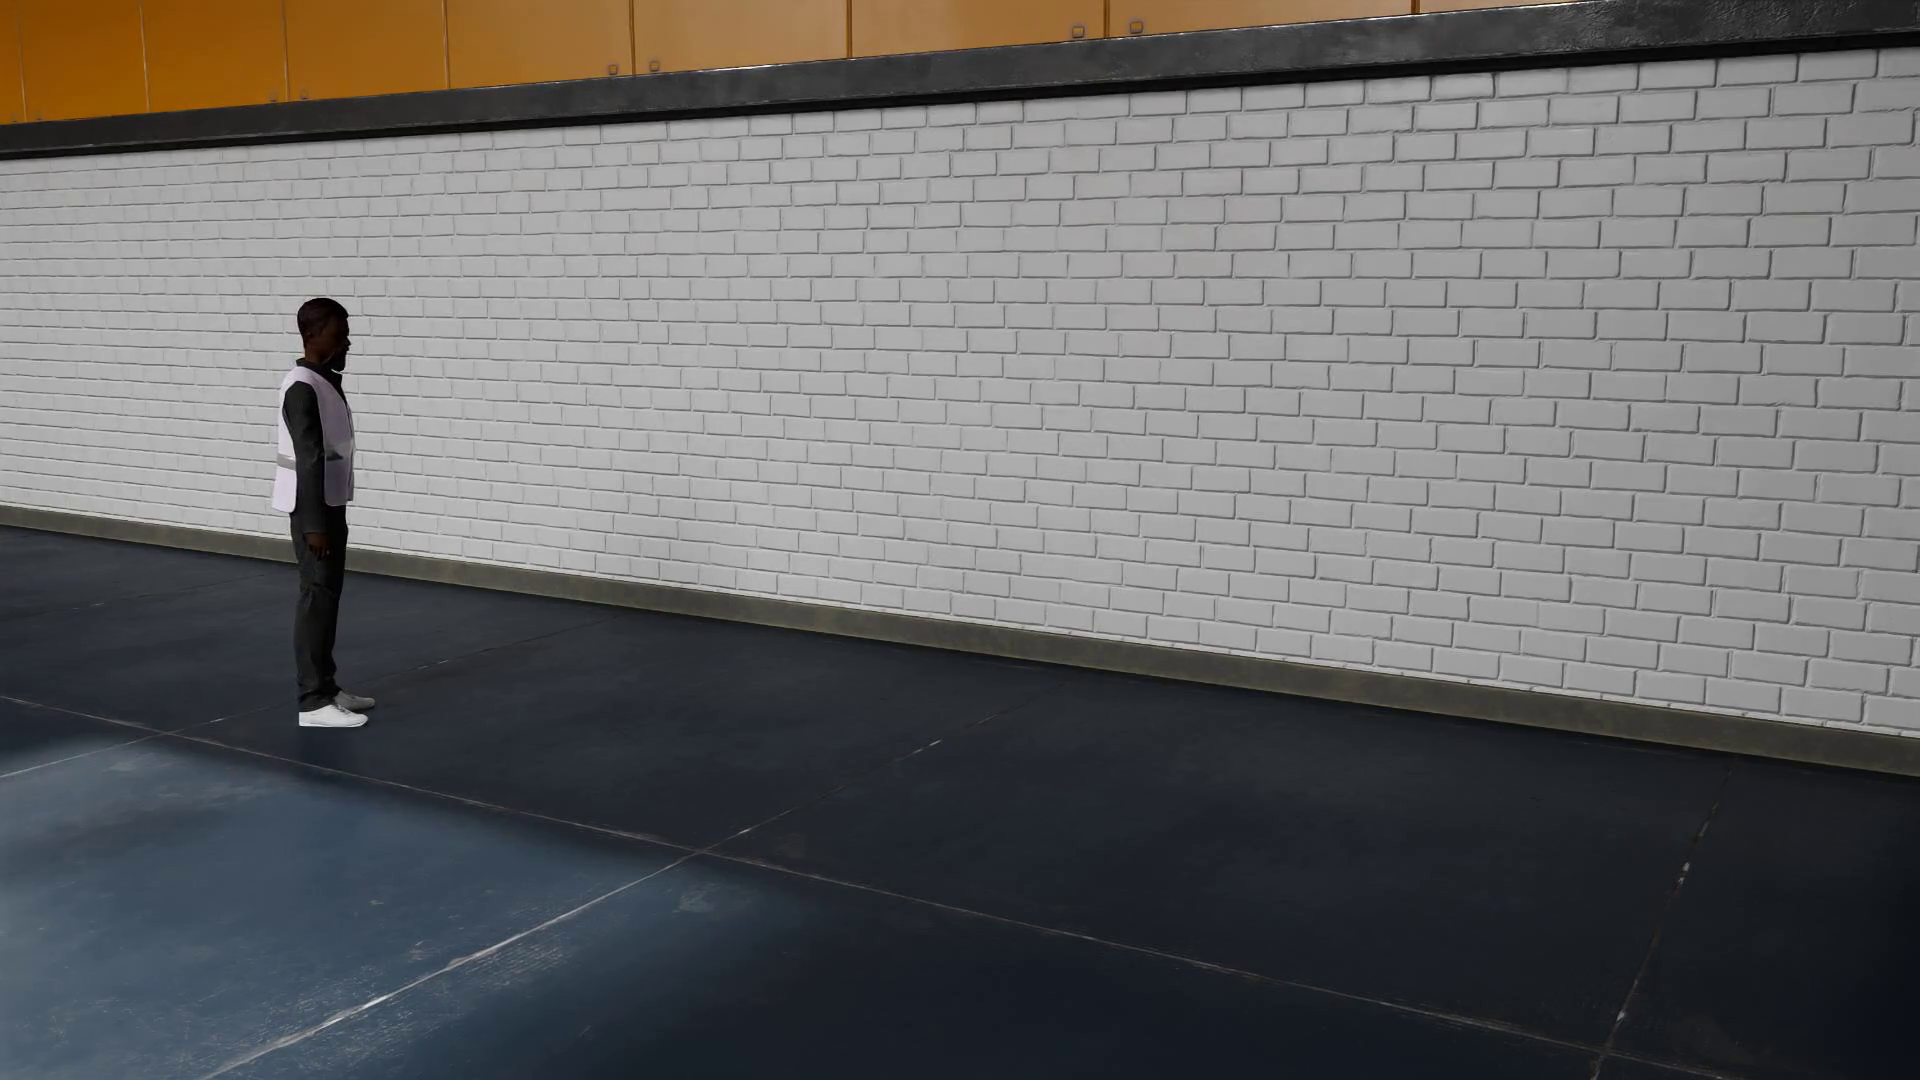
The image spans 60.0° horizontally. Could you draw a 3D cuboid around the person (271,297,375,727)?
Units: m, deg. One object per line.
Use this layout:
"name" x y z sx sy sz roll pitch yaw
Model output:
"person" -2.883 -0.124 7.479 0.373 1.915 0.594 -2 9 -13
